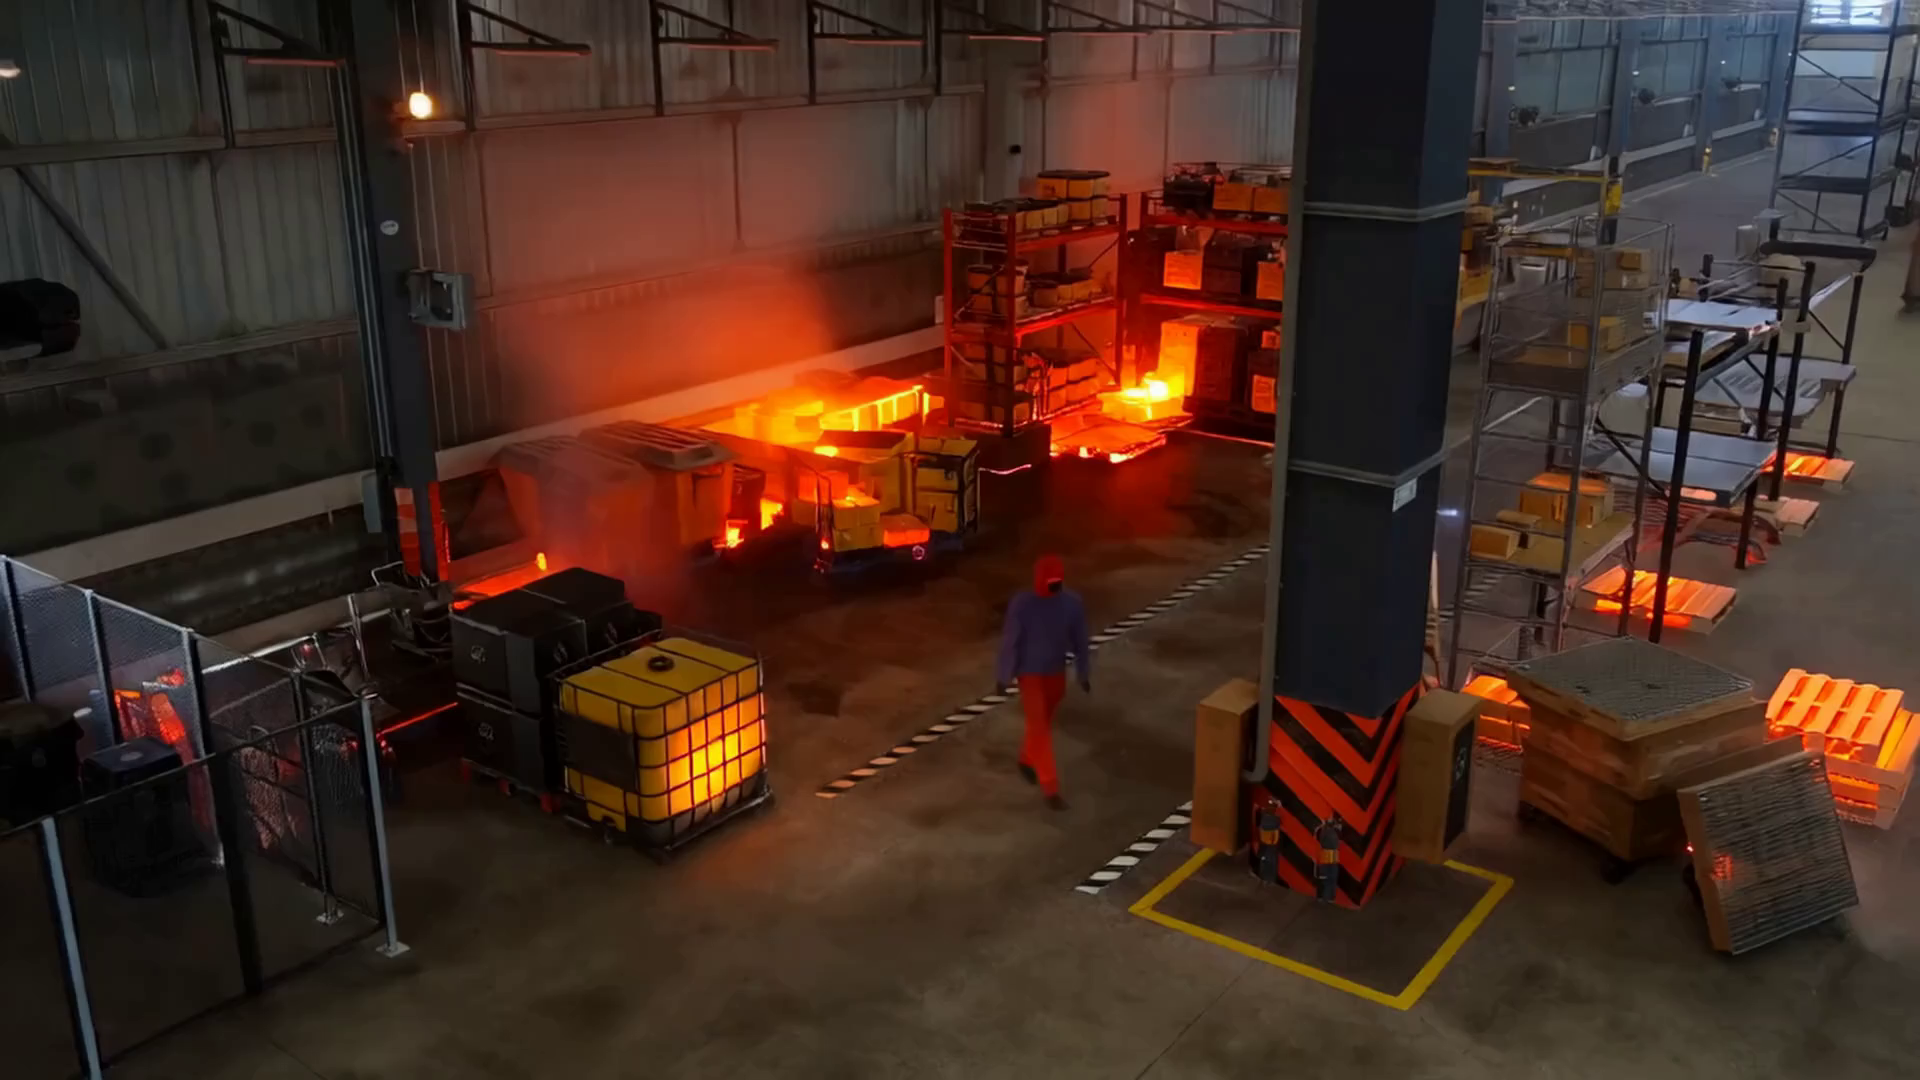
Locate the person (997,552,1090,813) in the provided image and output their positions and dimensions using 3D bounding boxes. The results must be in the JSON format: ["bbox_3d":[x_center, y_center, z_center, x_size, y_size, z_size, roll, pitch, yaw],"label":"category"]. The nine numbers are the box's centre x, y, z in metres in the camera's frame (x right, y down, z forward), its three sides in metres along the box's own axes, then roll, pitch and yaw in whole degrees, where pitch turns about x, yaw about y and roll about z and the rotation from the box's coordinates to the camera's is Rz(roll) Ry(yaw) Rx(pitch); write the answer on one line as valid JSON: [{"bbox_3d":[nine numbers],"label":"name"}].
[{"bbox_3d":[0.661,1.014,12.068,0.655,1.893,0.975,-9,20,-25],"label":"person"}]

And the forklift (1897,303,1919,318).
[{"bbox_3d":[18.220,-5.534,30.558,1.129,2.768,1.873,13,22,34],"label":"forklift"}]
